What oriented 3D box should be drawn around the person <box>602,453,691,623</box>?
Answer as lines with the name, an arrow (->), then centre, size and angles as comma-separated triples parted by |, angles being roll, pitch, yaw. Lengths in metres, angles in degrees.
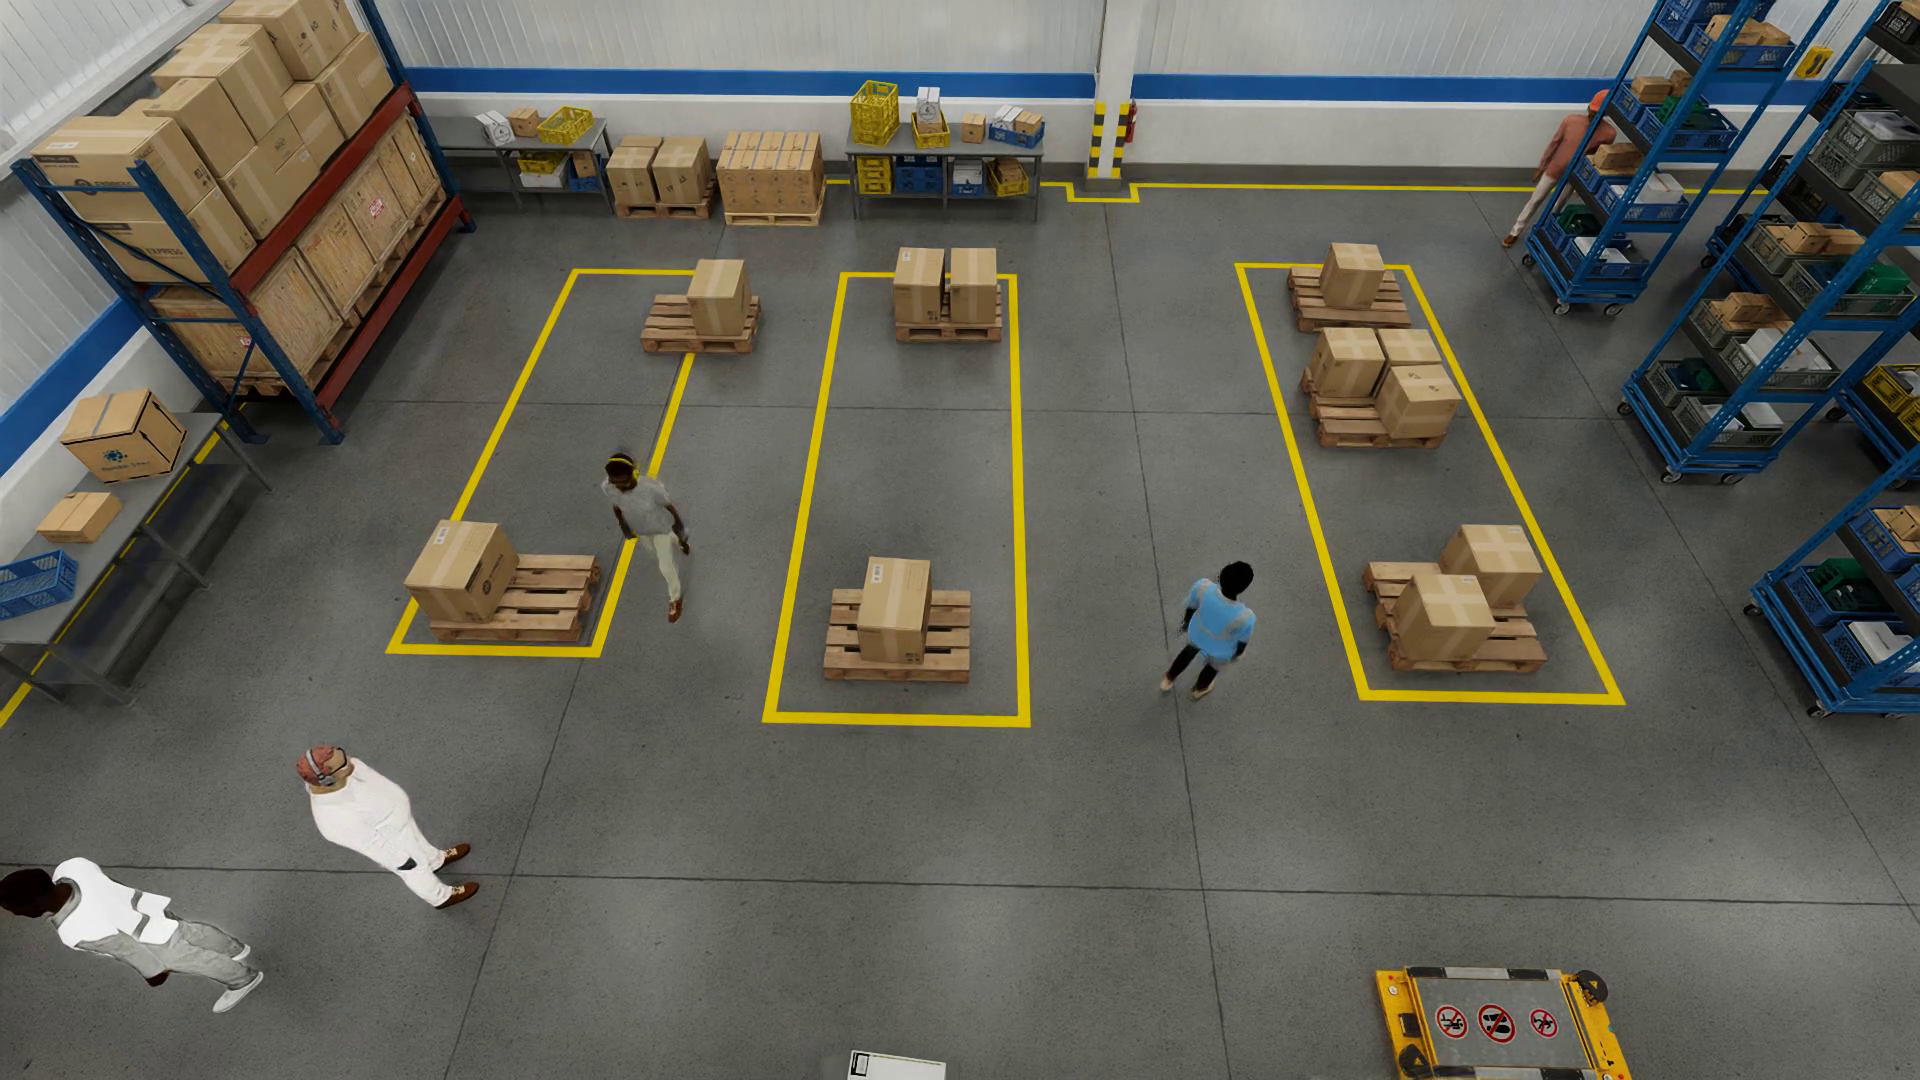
person -> -2.536, -0.174, 7.614 | 0.547, 1.842, 0.812 | 3, 51, 3

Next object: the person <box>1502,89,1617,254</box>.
person -> 7.195, -4.358, 10.916 | 0.612, 1.996, 0.389 | 31, 57, 23

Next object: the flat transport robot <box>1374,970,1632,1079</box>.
flat transport robot -> 3.501, 3.133, 5.914 | 1.431, 0.197, 0.652 | 1, 51, 1

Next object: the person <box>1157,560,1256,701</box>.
person -> 1.896, 0.751, 6.948 | 0.435, 1.686, 0.542 | -34, 58, -24

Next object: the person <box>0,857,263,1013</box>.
person -> -4.897, 2.357, 5.491 | 0.391, 1.920, 0.587 | -34, 58, -24

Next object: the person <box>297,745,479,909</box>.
person -> -3.692, 1.839, 5.929 | 0.400, 1.901, 0.644 | -25, 55, -19
